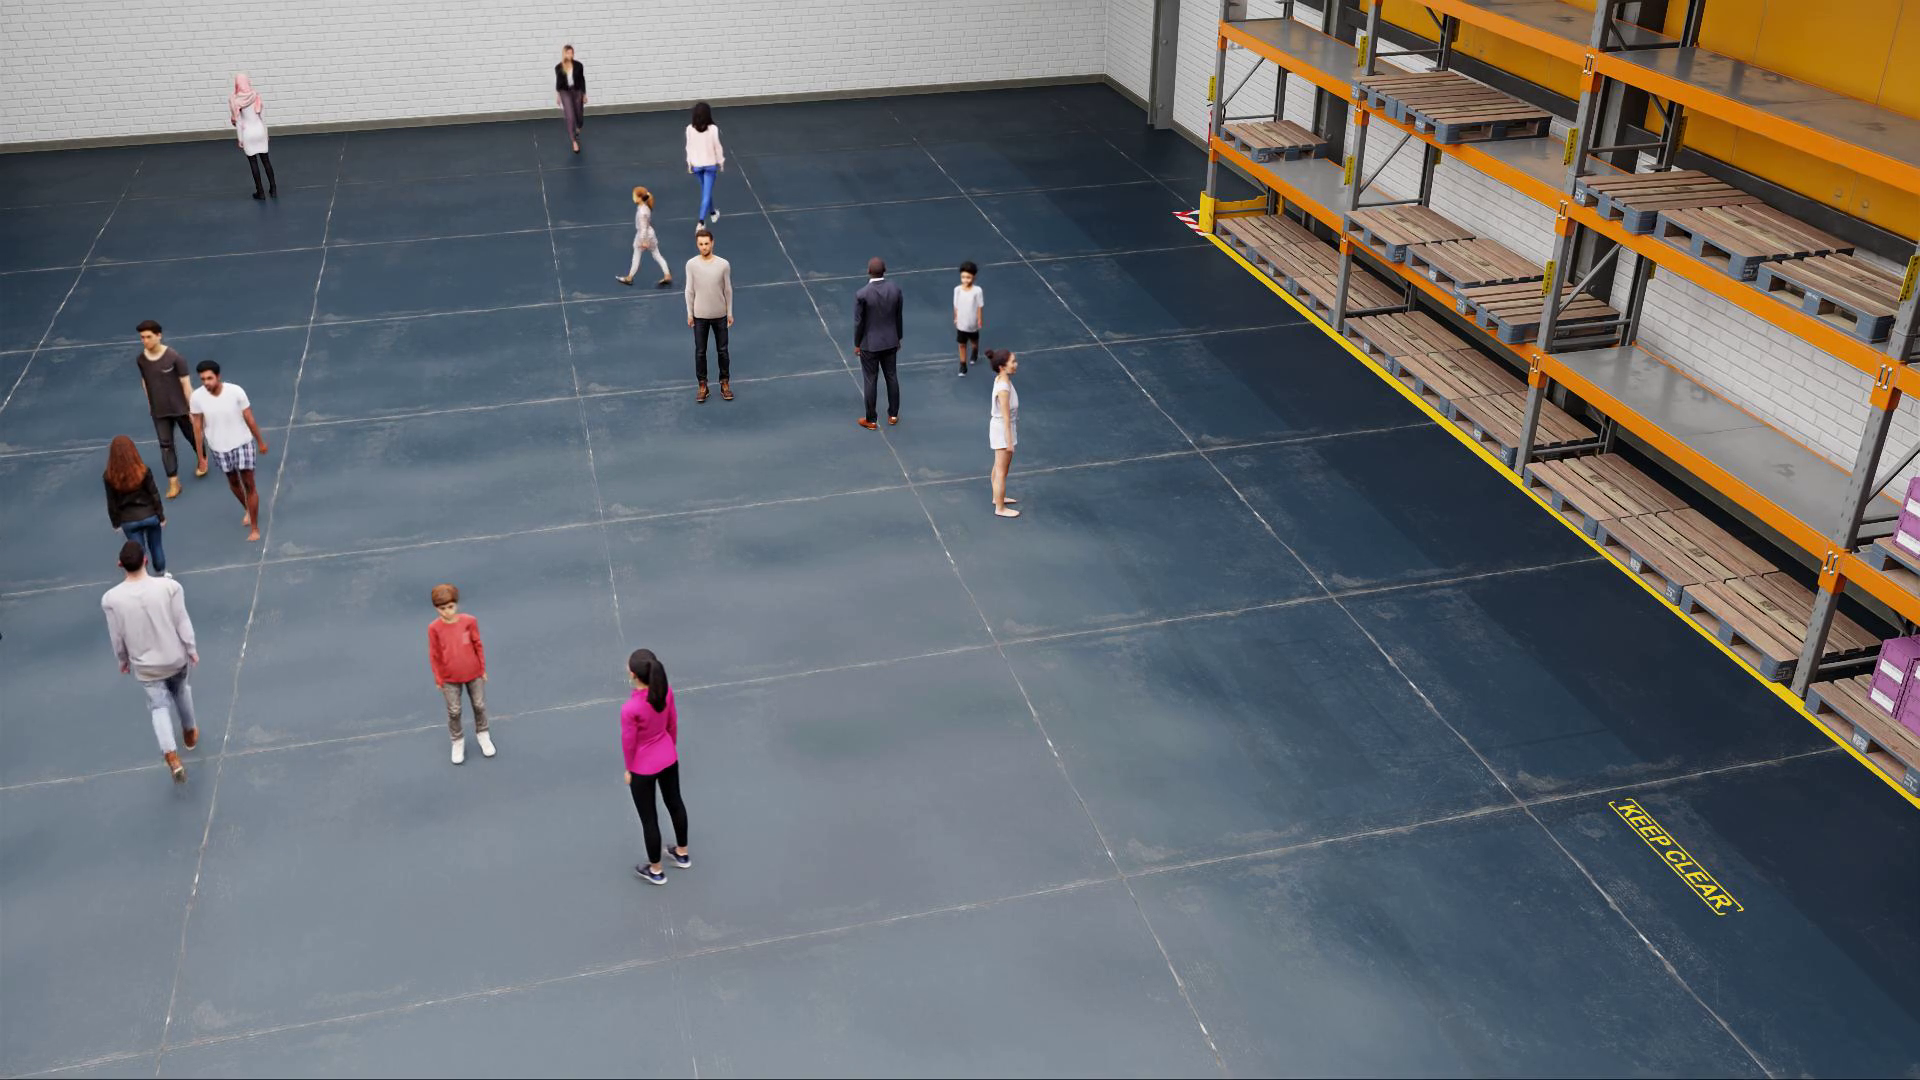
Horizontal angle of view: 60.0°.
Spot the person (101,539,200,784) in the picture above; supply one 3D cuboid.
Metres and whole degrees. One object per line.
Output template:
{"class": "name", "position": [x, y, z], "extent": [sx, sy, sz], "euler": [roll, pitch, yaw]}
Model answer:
{"class": "person", "position": [-5.646, 0.859, 11.716], "extent": [0.799, 1.812, 1.149], "euler": [-12, 31, -21]}

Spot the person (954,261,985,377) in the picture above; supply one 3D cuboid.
{"class": "person", "position": [0.104, -2.493, 18.452], "extent": [0.719, 1.246, 0.933], "euler": [5, 29, 8]}

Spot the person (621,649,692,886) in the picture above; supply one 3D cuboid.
{"class": "person", "position": [-1.973, 1.449, 10.753], "extent": [0.722, 1.698, 0.679], "euler": [21, 35, 33]}

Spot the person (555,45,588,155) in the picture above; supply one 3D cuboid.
{"class": "person", "position": [-6.140, -6.985, 26.284], "extent": [0.694, 1.632, 1.066], "euler": [-9, 30, -16]}

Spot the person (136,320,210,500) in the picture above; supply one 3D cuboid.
{"class": "person", "position": [-7.468, -1.309, 15.827], "extent": [0.781, 1.680, 1.104], "euler": [-1, 29, -2]}

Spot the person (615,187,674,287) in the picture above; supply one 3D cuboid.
{"class": "person", "position": [-3.849, -3.754, 20.739], "extent": [0.797, 1.270, 0.950], "euler": [2, 29, 3]}

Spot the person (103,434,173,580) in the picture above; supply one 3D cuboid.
{"class": "person", "position": [-6.886, -0.163, 13.950], "extent": [0.604, 1.466, 0.827], "euler": [-9, 30, -16]}

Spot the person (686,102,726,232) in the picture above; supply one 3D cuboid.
{"class": "person", "position": [-3.484, -5.016, 22.574], "extent": [1.021, 1.728, 1.273], "euler": [6, 29, 10]}

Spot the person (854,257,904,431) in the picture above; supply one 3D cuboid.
{"class": "person", "position": [-0.825, -2.011, 16.965], "extent": [0.726, 1.824, 0.656], "euler": [-12, 31, -21]}

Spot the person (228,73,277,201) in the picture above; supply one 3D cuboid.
{"class": "person", "position": [-10.189, -5.825, 23.978], "extent": [0.735, 1.803, 0.755], "euler": [-25, 37, -38]}

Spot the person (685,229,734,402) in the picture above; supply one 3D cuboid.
{"class": "person", "position": [-2.648, -2.395, 17.622], "extent": [0.659, 1.868, 0.585], "euler": [-5, 29, -9]}

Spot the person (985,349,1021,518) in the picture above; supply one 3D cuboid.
{"class": "person", "position": [0.398, -1.005, 15.350], "extent": [0.667, 1.604, 0.552], "euler": [-1, 29, -3]}

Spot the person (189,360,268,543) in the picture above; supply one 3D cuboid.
{"class": "person", "position": [-6.568, -0.877, 15.027], "extent": [0.719, 1.689, 1.020], "euler": [-6, 29, -11]}

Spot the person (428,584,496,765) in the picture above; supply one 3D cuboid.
{"class": "person", "position": [-3.600, 0.941, 11.980], "extent": [0.544, 1.416, 0.503], "euler": [-12, 31, -20]}
